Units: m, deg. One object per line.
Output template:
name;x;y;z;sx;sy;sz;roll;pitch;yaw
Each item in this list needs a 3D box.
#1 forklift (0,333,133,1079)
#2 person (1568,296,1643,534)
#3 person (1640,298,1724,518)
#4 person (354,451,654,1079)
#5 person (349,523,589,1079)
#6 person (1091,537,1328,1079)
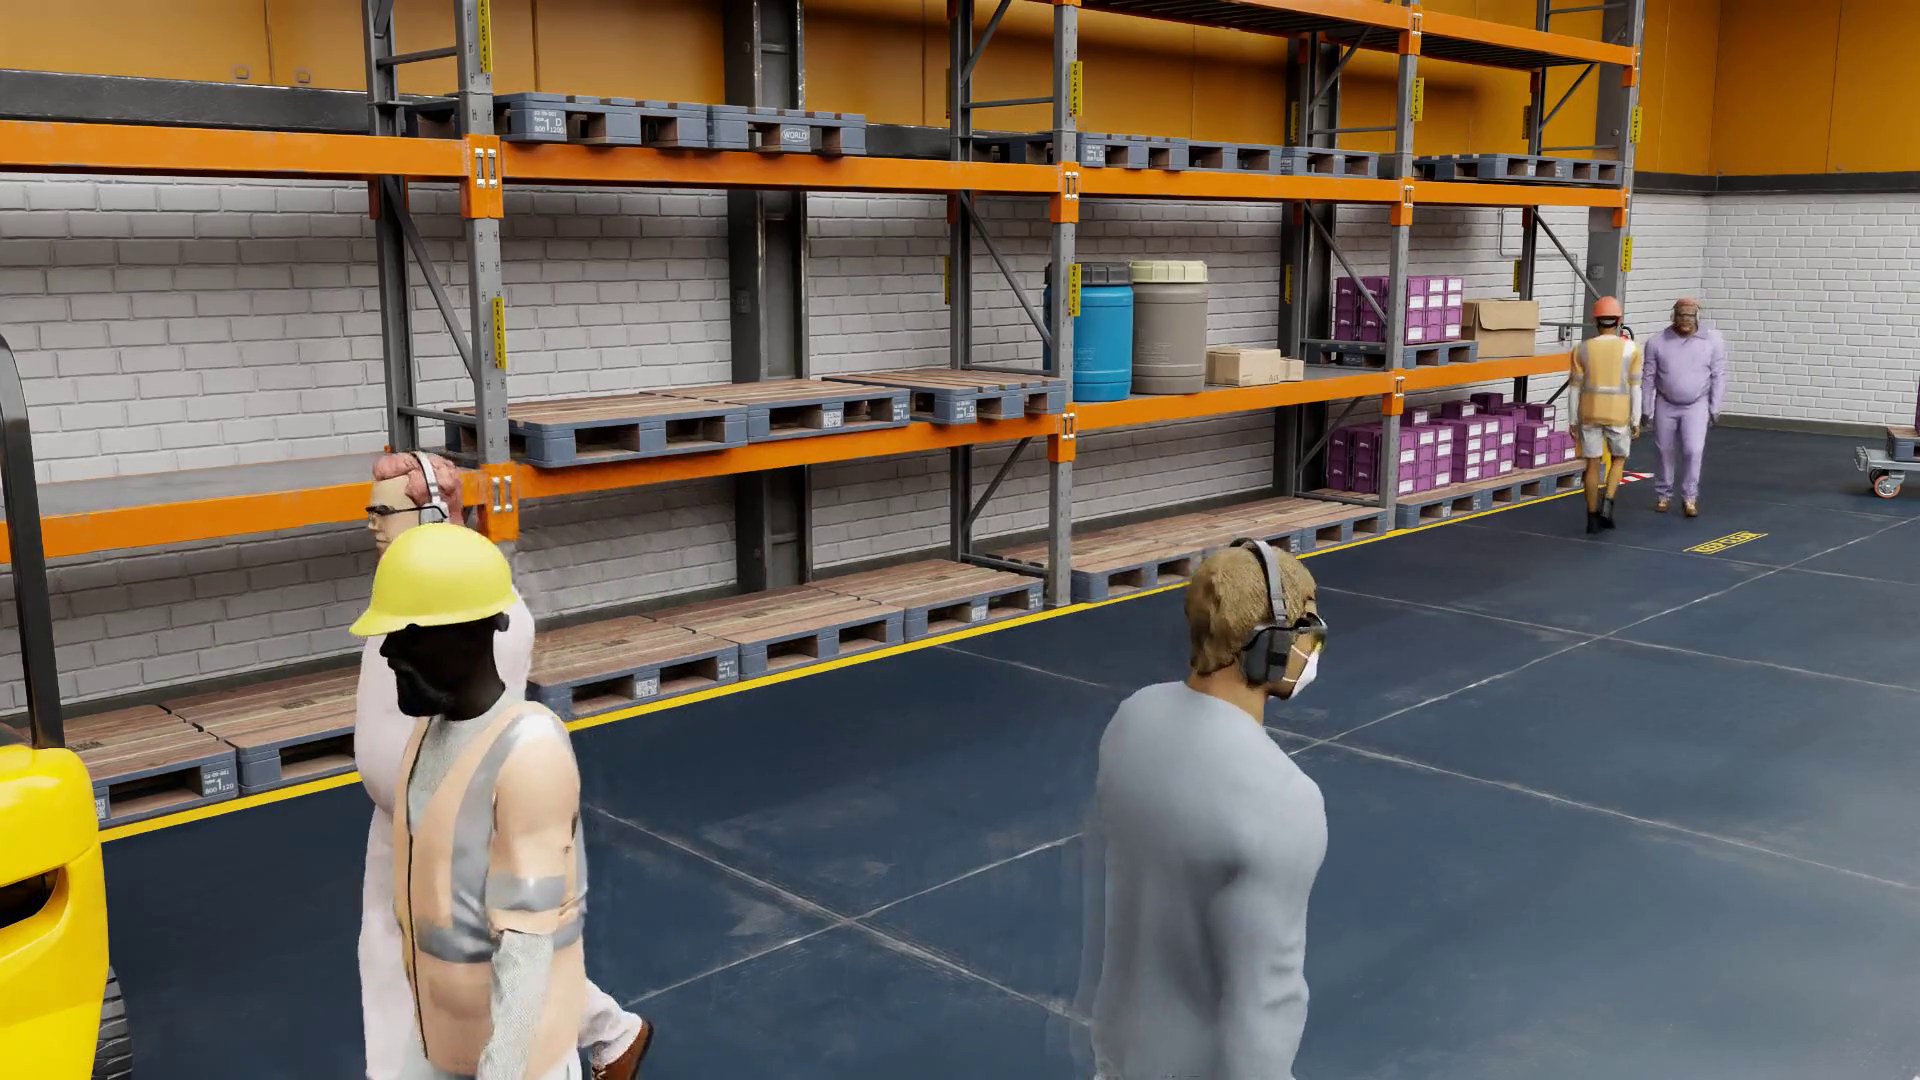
forklift;-3.289;0.485;4.582;1.214;2.155;2.313;-10;14;-44
person;5.198;-1.003;13.430;0.565;1.919;0.400;5;11;24
person;6.162;-1.126;14.241;0.656;1.874;0.751;5;12;27
person;-1.274;0.697;4.296;0.864;1.879;0.642;-10;14;-43
person;-0.860;0.889;3.197;0.937;1.894;0.584;-9;14;-41
person;0.529;0.926;2.987;0.997;1.888;0.650;-4;11;-22
